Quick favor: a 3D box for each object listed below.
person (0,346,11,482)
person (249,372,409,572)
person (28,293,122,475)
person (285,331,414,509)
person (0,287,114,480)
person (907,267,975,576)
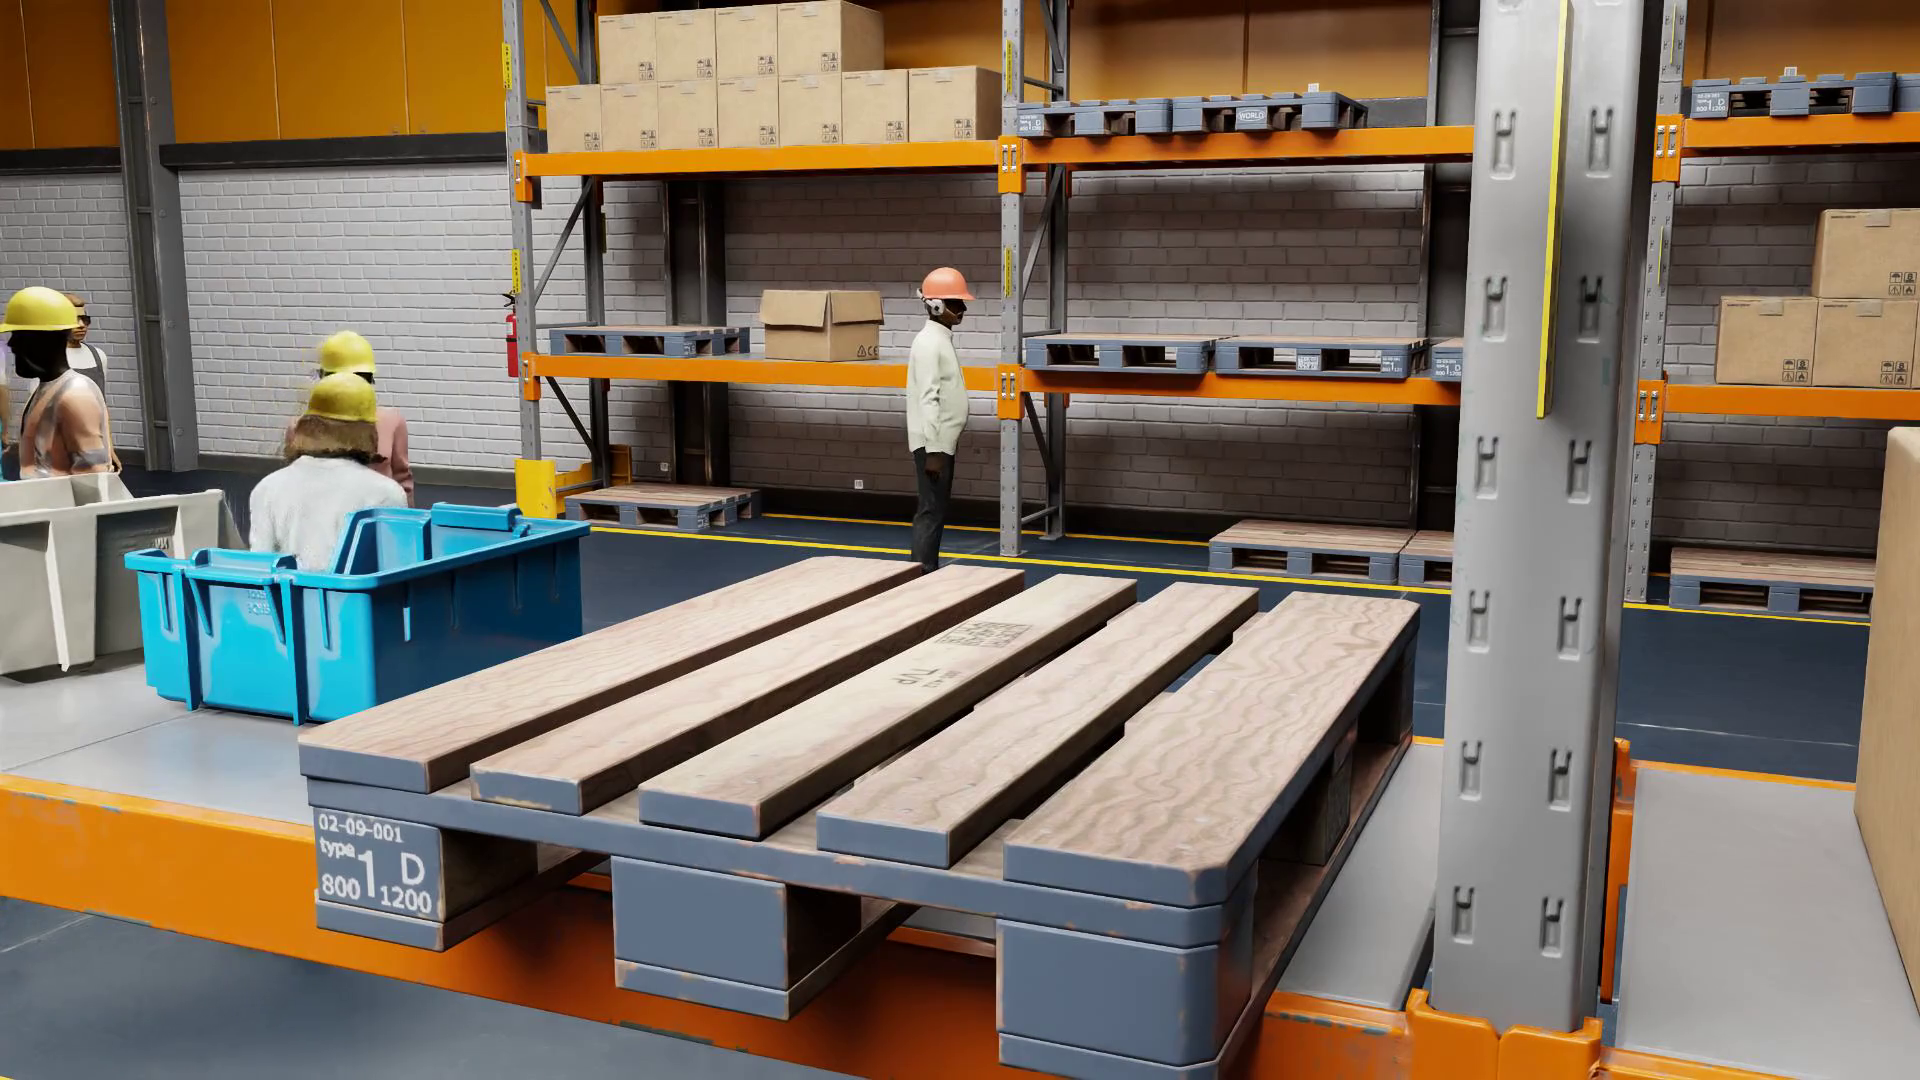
[{"bbox_3d":[-6.547,-0.691,10.982,0.571,1.801,0.937,-9,13,-43],"label":"person"},{"bbox_3d":[-1.971,0.321,5.233,0.492,1.671,0.959,1,9,3],"label":"person"},{"bbox_3d":[-5.155,-0.512,9.725,0.338,1.845,0.514,4,10,21],"label":"person"},{"bbox_3d":[-2.489,0.016,6.835,0.474,1.745,0.567,9,13,42],"label":"person"},{"bbox_3d":[-3.516,-0.023,6.549,0.378,1.928,0.585,-8,12,-38],"label":"person"},{"bbox_3d":[-0.108,-0.545,9.475,0.396,1.992,0.623,1,10,6],"label":"person"}]
